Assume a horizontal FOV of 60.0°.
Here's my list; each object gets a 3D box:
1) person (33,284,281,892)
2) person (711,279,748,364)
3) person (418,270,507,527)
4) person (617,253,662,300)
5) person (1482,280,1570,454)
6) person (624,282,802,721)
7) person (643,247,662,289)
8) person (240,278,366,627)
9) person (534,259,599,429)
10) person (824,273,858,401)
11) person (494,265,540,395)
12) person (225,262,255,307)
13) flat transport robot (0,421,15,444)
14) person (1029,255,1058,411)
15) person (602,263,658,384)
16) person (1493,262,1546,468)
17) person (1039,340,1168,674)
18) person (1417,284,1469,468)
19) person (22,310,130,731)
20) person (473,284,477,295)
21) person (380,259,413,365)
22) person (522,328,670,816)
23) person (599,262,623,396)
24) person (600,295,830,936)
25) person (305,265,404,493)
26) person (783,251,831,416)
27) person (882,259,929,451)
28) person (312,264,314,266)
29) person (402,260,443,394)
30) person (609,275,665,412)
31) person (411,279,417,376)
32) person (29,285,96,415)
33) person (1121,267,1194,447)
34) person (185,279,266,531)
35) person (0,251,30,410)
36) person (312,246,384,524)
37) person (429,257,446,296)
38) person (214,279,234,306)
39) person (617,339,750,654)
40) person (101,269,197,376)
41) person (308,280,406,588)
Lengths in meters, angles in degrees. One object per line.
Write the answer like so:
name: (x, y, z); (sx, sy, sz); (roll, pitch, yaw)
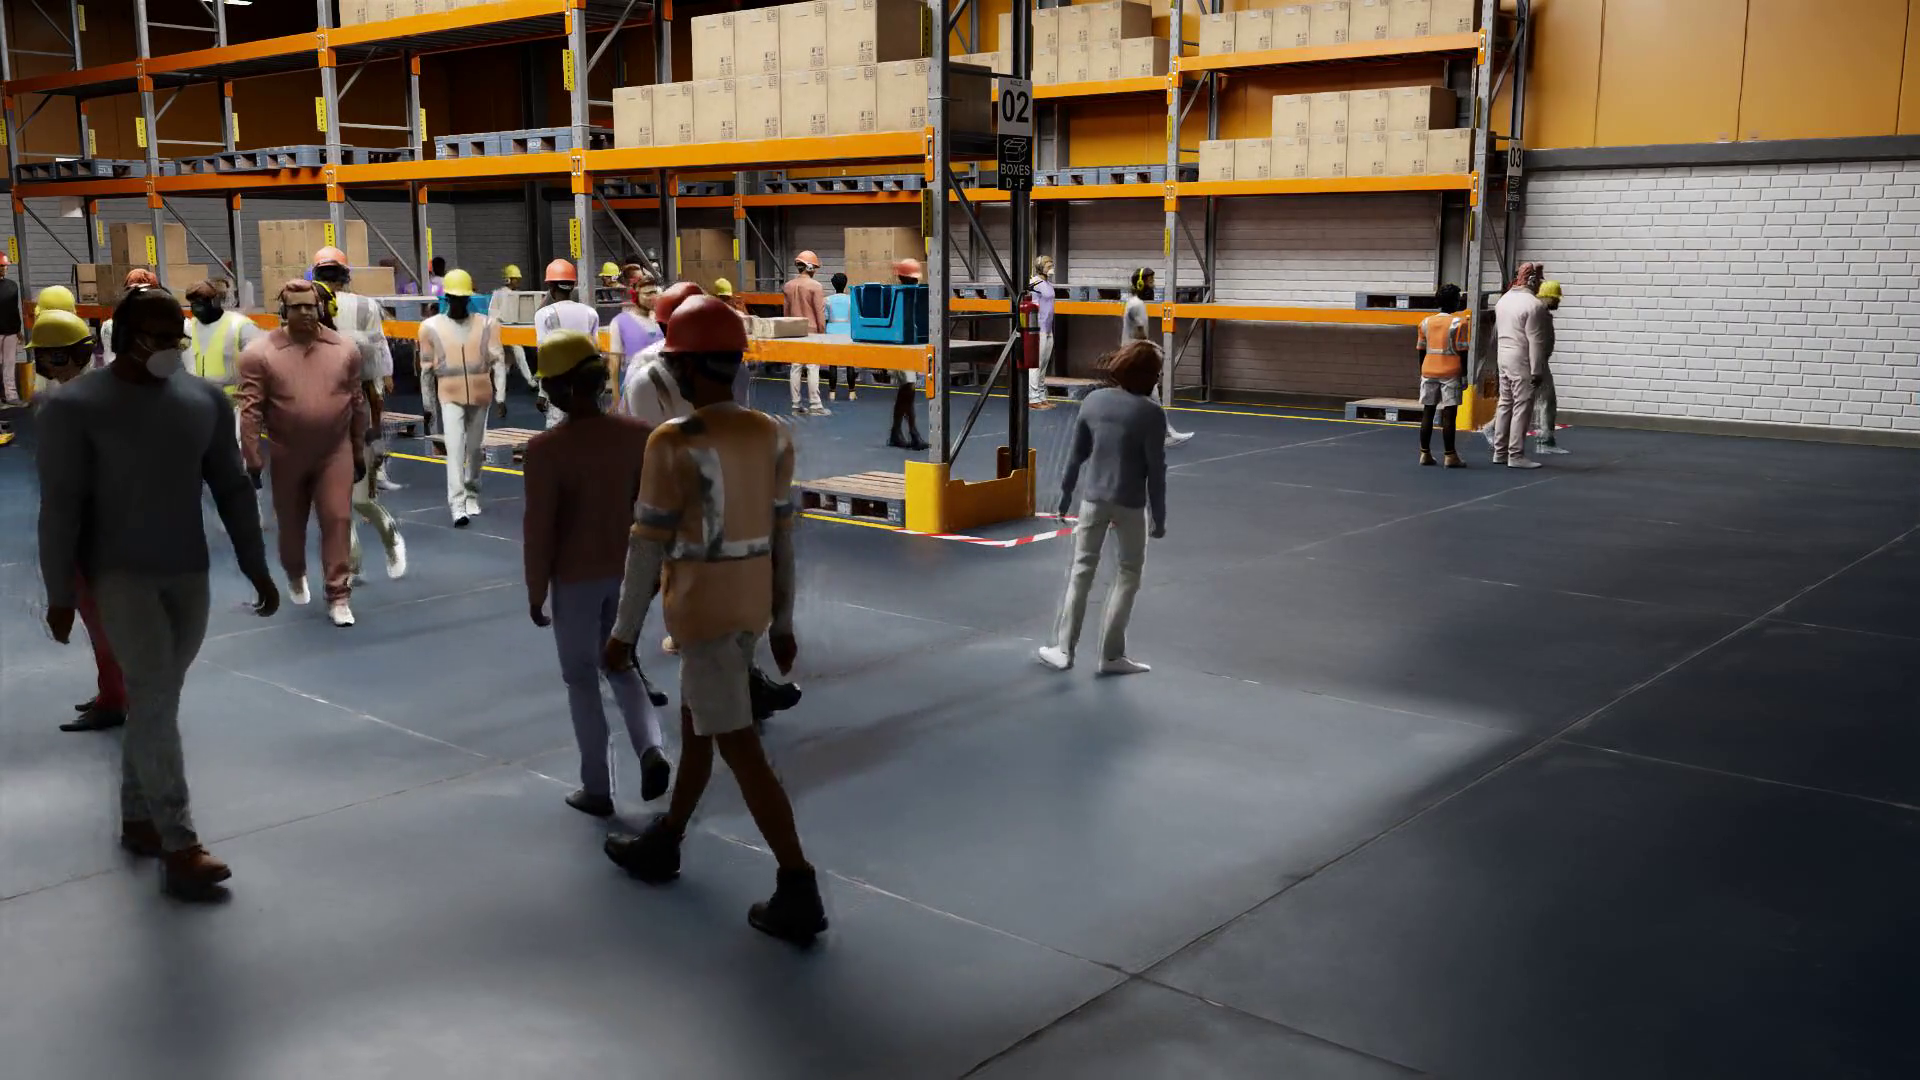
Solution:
person: (-2.521, 0.141, 5.353); (0.870, 1.900, 0.650); (6, 11, 29)
person: (-2.501, -1.874, 17.407); (0.528, 1.710, 0.944); (-5, 11, -25)
person: (-3.661, -1.055, 12.308); (0.595, 1.861, 1.002); (-5, 11, -25)
person: (-3.660, -2.269, 18.933); (0.612, 1.957, 0.380); (-5, 11, -25)
person: (5.619, -1.703, 16.404); (0.775, 1.713, 0.498); (2, 10, 14)
person: (-1.160, -0.153, 7.114); (1.072, 1.869, 0.553); (8, 13, 37)
person: (-4.637, -3.413, 25.214); (0.537, 2.000, 0.683); (6, 12, 32)
person: (-3.602, -0.503, 9.151); (0.655, 1.869, 0.958); (-5, 11, -28)
person: (-3.042, -1.189, 12.844); (0.377, 1.936, 0.549); (9, 14, 43)
person: (-1.578, -2.684, 22.034); (0.535, 1.700, 0.318); (-1, 10, -4)
person: (-6.153, -2.904, 23.052); (0.919, 1.783, 0.612); (3, 10, 18)
person: (-10.985, -3.316, 25.287); (0.580, 1.841, 0.922); (0, 10, 1)
flat transport robot: (-10.477, -1.071, 16.915); (1.431, 0.197, 0.652); (-4, 11, -22)
person: (1.026, -2.586, 20.797); (0.372, 1.940, 0.630); (4, 11, 20)
person: (-3.290, -1.820, 16.633); (0.655, 1.882, 0.833); (-9, 13, -41)
person: (5.195, -1.607, 15.357); (0.402, 1.896, 0.652); (-2, 10, -14)
person: (0.696, -0.157, 7.941); (0.654, 1.596, 0.385); (7, 12, 37)
person: (4.471, -1.515, 15.389); (0.321, 1.696, 0.530); (-8, 13, -39)
person: (-3.723, -0.082, 7.031); (0.316, 1.767, 0.535); (-3, 10, -16)
person: (-7.340, -3.117, 24.771); (0.551, 1.609, 0.531); (4, 11, 21)
person: (-9.681, -3.902, 28.633); (1.066, 1.823, 0.650); (-3, 10, -17)
person: (-1.284, 0.128, 5.870); (0.410, 1.744, 0.541); (10, 14, 44)
person: (-4.724, -2.862, 22.685); (0.589, 1.827, 0.404); (7, 12, 36)
person: (-0.743, 0.213, 5.015); (0.996, 1.890, 0.546); (6, 12, 31)
person: (-4.967, -1.309, 13.677); (0.737, 1.898, 0.396); (-1, 10, -3)
person: (-1.851, -2.489, 20.112); (0.611, 1.985, 0.394); (7, 12, 34)
person: (-0.447, -1.848, 16.671); (0.832, 1.904, 0.565); (9, 13, 42)
person: (-5.389, -1.396, 14.118); (0.621, 1.911, 0.528); (5, 11, 24)
person: (-7.388, -2.941, 22.943); (0.554, 1.909, 0.790); (-3, 10, -17)
person: (-2.490, -1.136, 12.867); (0.743, 1.828, 0.574); (10, 14, 44)
person: (-8.557, -3.394, 26.329); (0.537, 1.609, 0.377); (8, 13, 40)
person: (-5.883, -0.783, 10.956); (0.410, 1.791, 0.612); (-9, 13, -41)
person: (1.877, -1.814, 16.737); (0.976, 1.820, 0.506); (3, 10, 15)
person: (-5.203, -0.935, 11.789); (0.645, 1.809, 0.499); (3, 10, 14)
person: (-12.071, -2.645, 20.969); (0.394, 1.994, 0.612); (3, 10, 16)
person: (-4.517, -1.108, 12.111); (0.605, 2.033, 0.392); (-5, 11, -26)
person: (-8.358, -3.600, 26.773); (0.978, 1.863, 0.612); (7, 12, 36)
person: (-9.818, -2.685, 22.280); (0.792, 1.601, 0.549); (7, 12, 34)
person: (-1.428, -0.344, 8.381); (0.752, 1.807, 0.712); (-6, 12, -32)
person: (-5.446, -0.880, 11.236); (0.574, 1.884, 0.356); (-7, 12, -37)
person: (-3.606, -0.612, 9.850); (0.547, 1.838, 0.568); (3, 10, 16)
